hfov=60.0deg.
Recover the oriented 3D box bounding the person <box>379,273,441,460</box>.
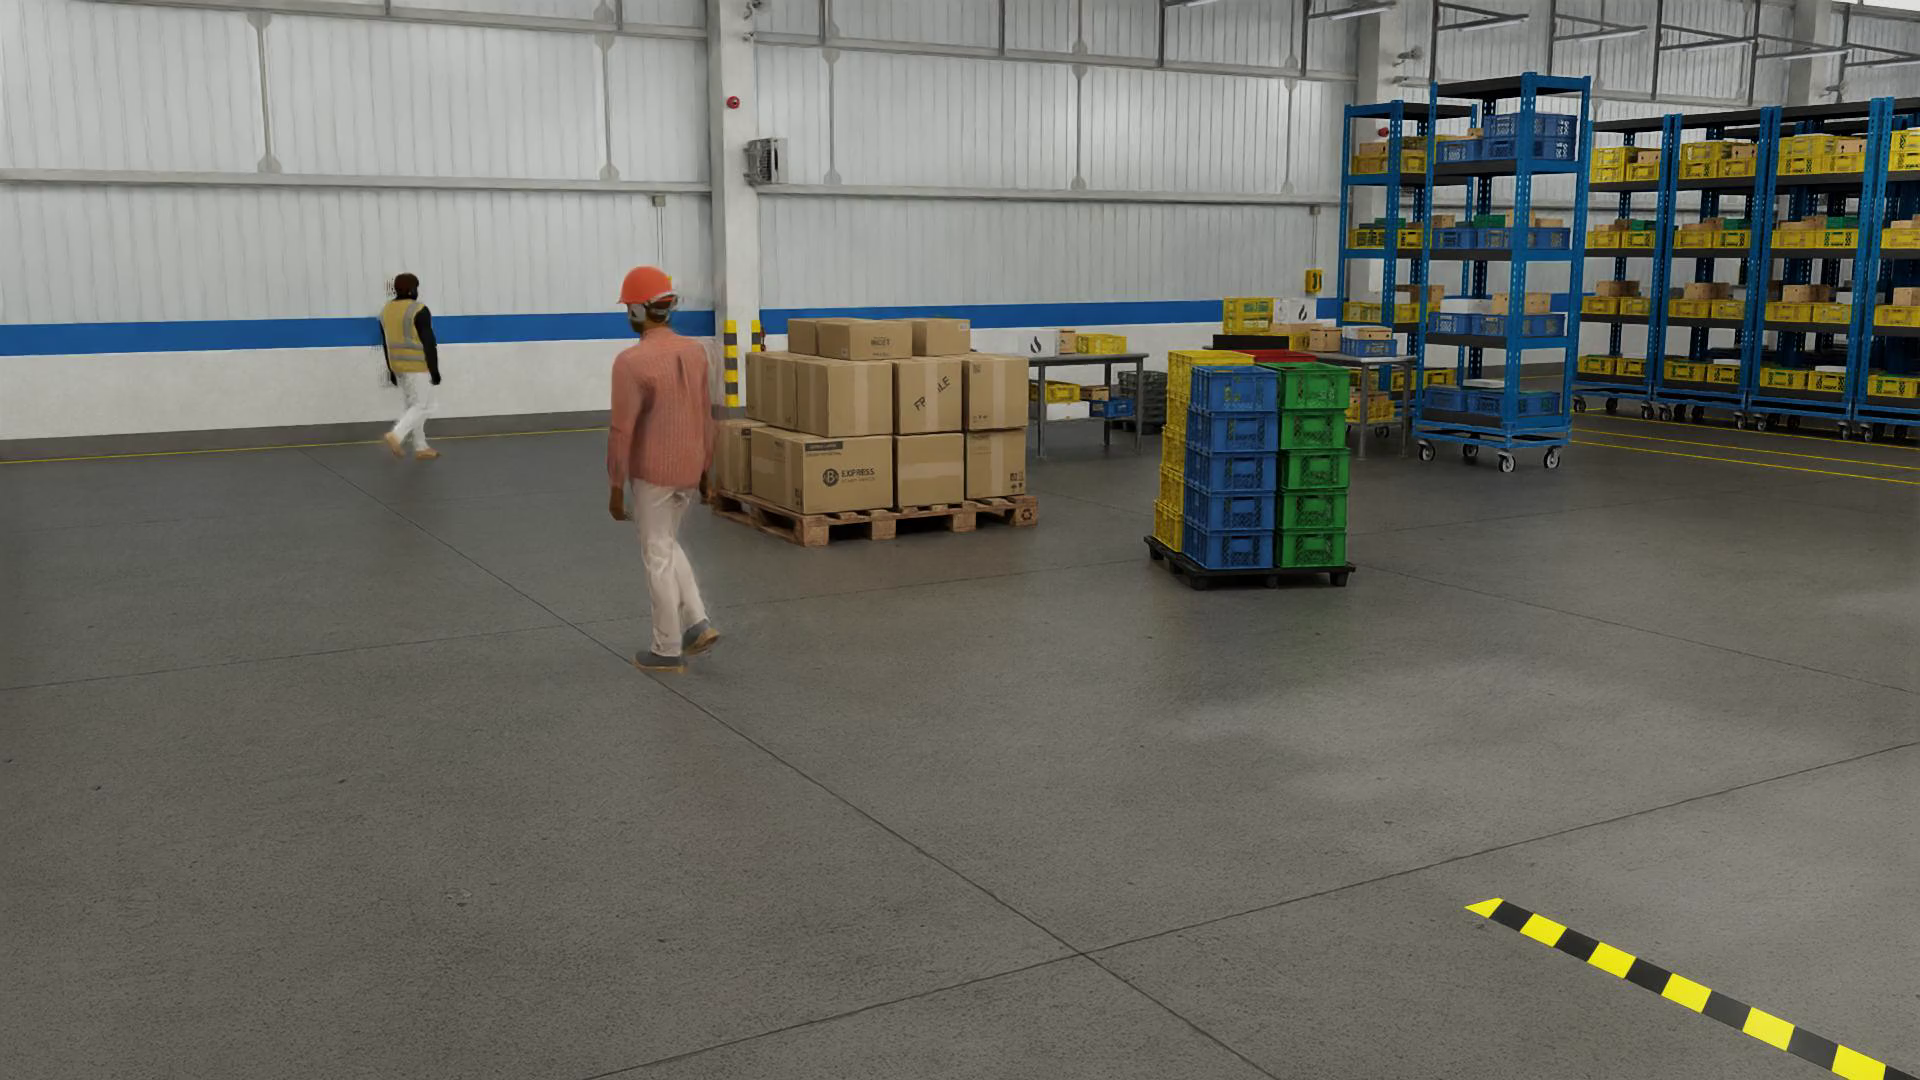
[{"bbox_3d":[-5.307,-1.649,15.990,0.639,1.827,0.660,6,12,33],"label":"person"}]

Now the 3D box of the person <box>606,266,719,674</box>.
[{"bbox_3d":[-1.463,-0.325,8.054,0.434,1.980,0.646,6,12,30],"label":"person"}]
